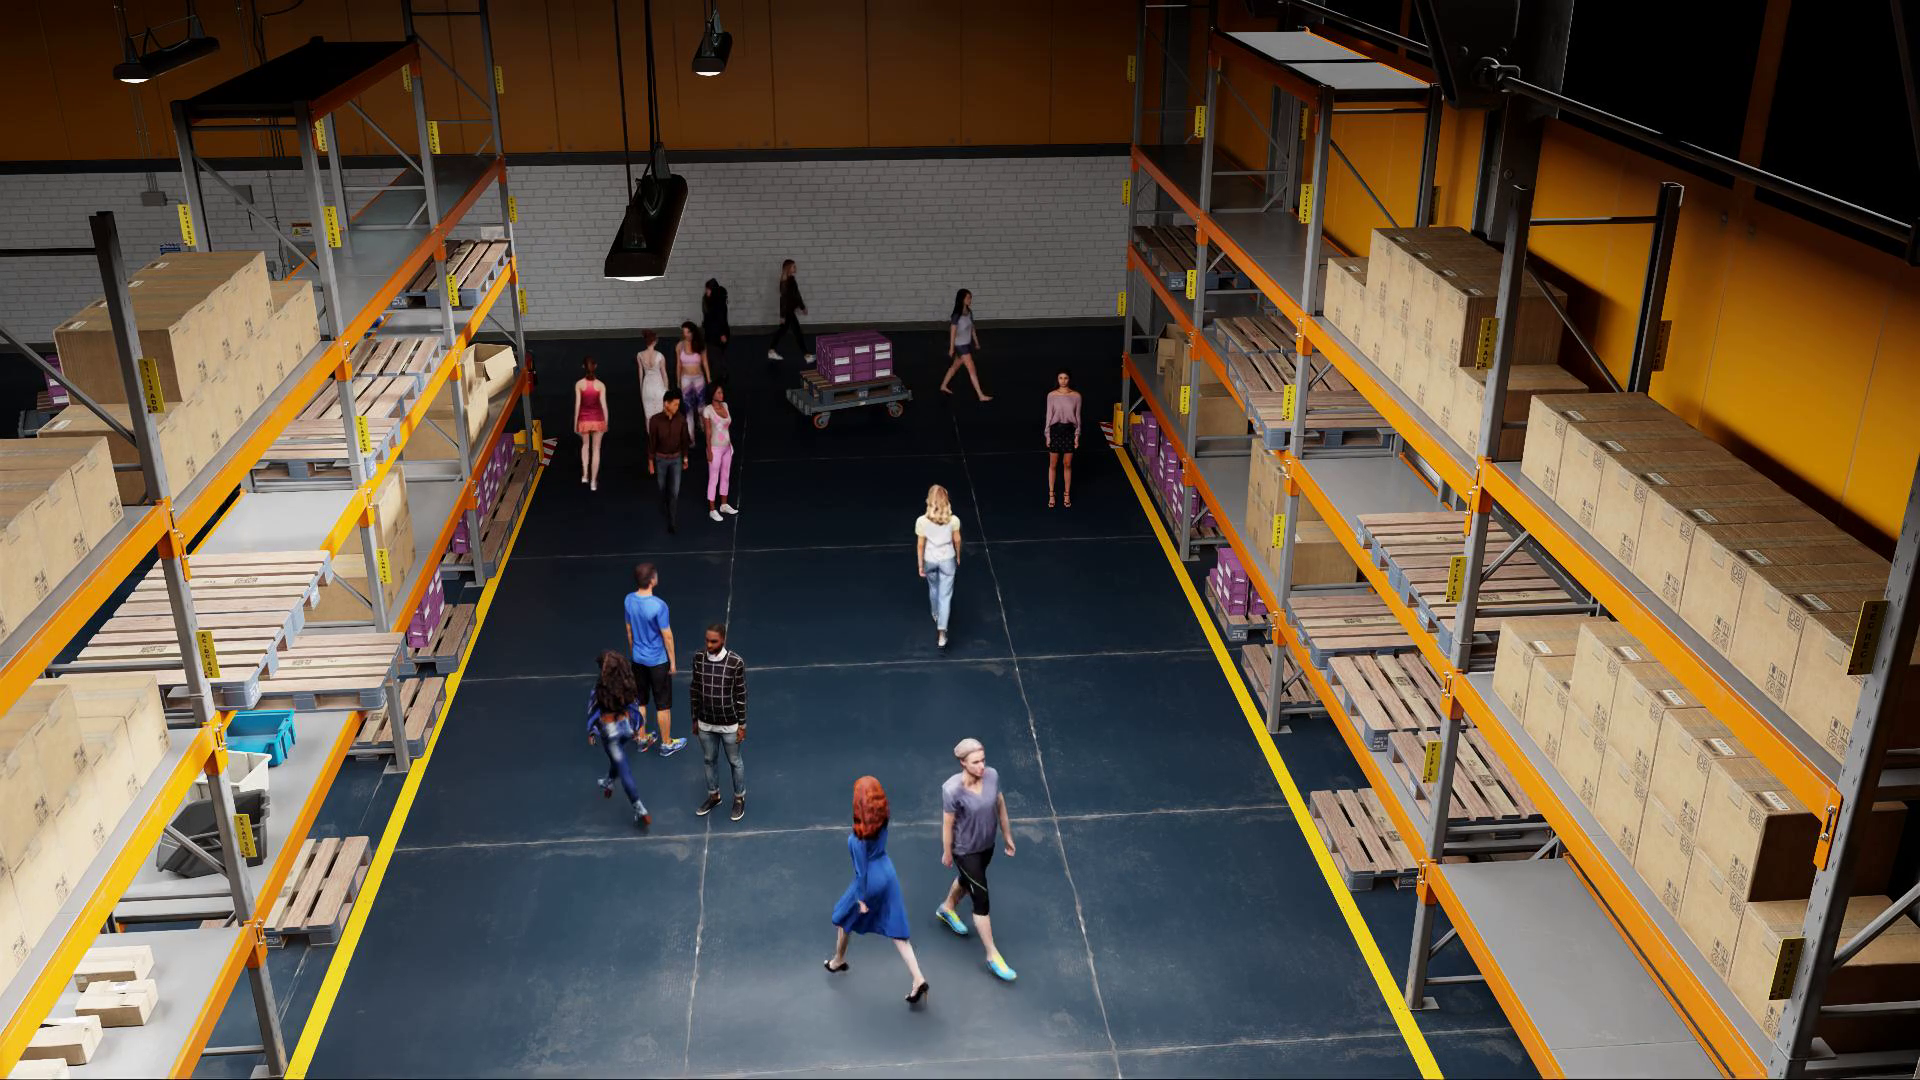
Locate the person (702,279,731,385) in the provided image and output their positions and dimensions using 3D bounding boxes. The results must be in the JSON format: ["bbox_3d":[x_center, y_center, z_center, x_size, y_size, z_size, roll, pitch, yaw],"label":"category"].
[{"bbox_3d":[-3.600,-3.150,25.136,0.839,1.667,0.736,-12,26,-26],"label":"person"}]

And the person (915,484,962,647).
[{"bbox_3d":[-0.195,0.296,17.237,0.715,1.679,1.192,0,24,1],"label":"person"}]

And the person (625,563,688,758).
[{"bbox_3d":[-2.834,1.089,15.190,0.699,1.865,0.707,10,26,22],"label":"person"}]

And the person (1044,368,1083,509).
[{"bbox_3d":[1.266,-1.268,20.648,0.627,1.812,0.541,0,24,-1],"label":"person"}]

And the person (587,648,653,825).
[{"bbox_3d":[-2.879,1.696,14.163,1.022,1.575,1.170,-20,30,-37],"label":"person"}]

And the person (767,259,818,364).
[{"bbox_3d":[-2.765,-3.560,26.089,0.864,1.655,1.121,3,24,8],"label":"person"}]

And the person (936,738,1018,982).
[{"bbox_3d":[0.048,2.288,12.480,1.146,1.839,1.301,-19,30,-37],"label":"person"}]

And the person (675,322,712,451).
[{"bbox_3d":[-3.656,-2.161,22.809,0.659,1.719,1.203,-3,24,-7],"label":"person"}]

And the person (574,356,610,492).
[{"bbox_3d":[-4.700,-1.447,21.163,0.592,1.729,0.608,-3,24,-6],"label":"person"}]

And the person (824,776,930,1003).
[{"bbox_3d":[-0.531,2.558,11.947,1.148,1.771,1.127,15,28,31],"label":"person"}]

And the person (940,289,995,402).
[{"bbox_3d":[-0.025,-2.859,24.500,1.073,1.643,1.182,12,26,25],"label":"person"}]

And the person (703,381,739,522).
[{"bbox_3d":[-2.951,-1.109,20.371,0.722,1.742,0.640,15,28,31],"label":"person"}]

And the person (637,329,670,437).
[{"bbox_3d":[-4.113,-1.962,22.258,0.644,1.794,0.622,4,24,9],"label":"person"}]

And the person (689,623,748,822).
[{"bbox_3d":[-2.050,1.523,14.251,0.726,1.821,0.679,6,24,13],"label":"person"}]

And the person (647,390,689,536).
[{"bbox_3d":[-3.551,-0.974,20.081,0.884,1.728,1.211,-7,25,-16],"label":"person"}]
